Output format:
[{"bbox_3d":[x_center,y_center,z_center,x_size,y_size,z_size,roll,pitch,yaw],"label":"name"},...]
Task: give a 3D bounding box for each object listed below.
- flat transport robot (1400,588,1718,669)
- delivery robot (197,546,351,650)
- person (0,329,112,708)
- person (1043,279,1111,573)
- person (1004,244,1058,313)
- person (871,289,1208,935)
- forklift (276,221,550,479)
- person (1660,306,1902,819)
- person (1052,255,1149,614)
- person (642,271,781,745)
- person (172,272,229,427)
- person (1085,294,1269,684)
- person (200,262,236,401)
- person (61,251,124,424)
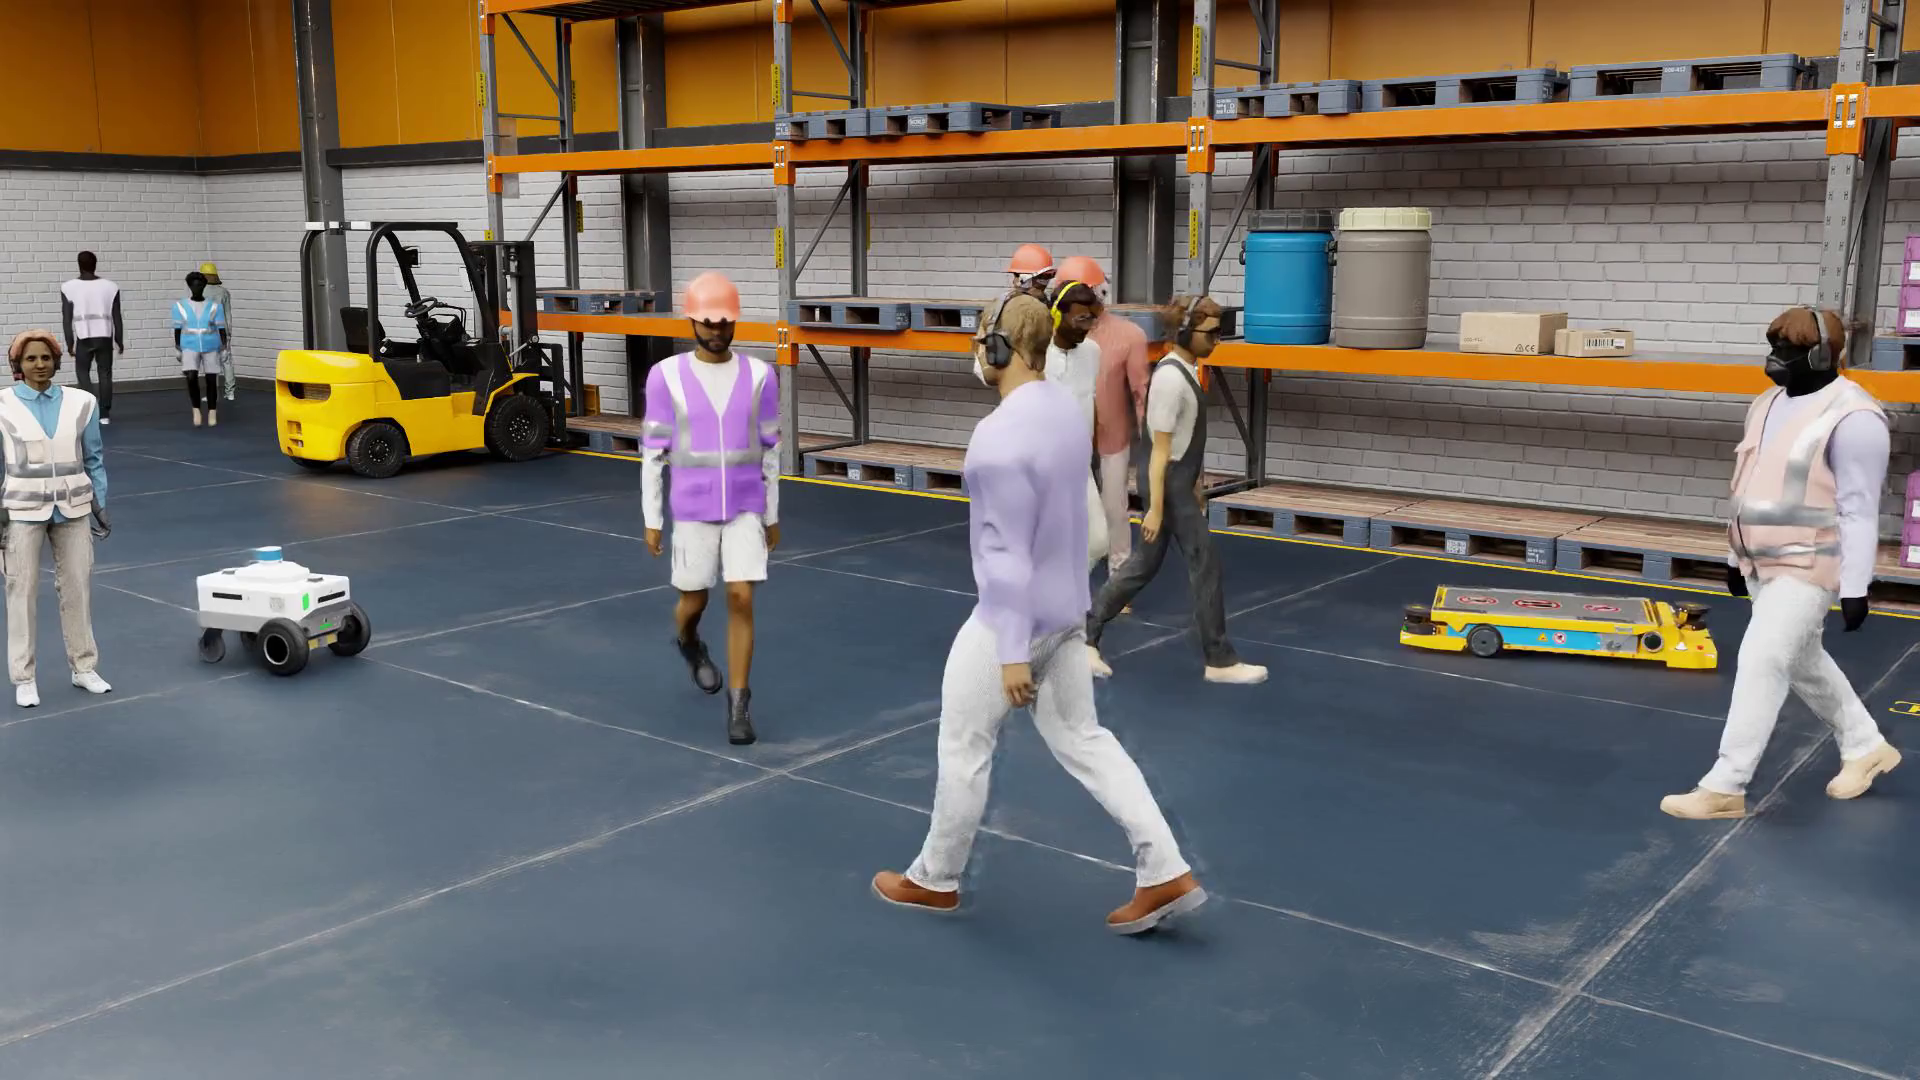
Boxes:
[{"bbox_3d":[2.944,0.414,8.241,1.431,0.197,0.652,3,11,18],"label":"flat transport robot"},{"bbox_3d":[-3.288,0.275,7.966,0.707,0.478,0.477,4,11,21],"label":"delivery robot"},{"bbox_3d":[-4.008,-0.104,7.313,0.315,1.641,0.515,10,14,43],"label":"person"},{"bbox_3d":[0.523,-0.325,7.981,0.569,1.835,0.452,-8,13,-38],"label":"person"},{"bbox_3d":[0.436,-0.760,9.967,0.379,1.996,0.611,6,12,28],"label":"person"},{"bbox_3d":[0.248,0.227,4.817,1.015,1.898,0.635,5,11,25],"label":"person"},{"bbox_3d":[-4.922,-1.741,14.854,1.214,2.155,2.313,8,13,38],"label":"forklift"},{"bbox_3d":[2.981,0.082,5.846,0.921,1.809,0.638,-1,10,-5],"label":"person"},{"bbox_3d":[0.684,-0.516,8.778,0.693,1.933,0.907,3,11,16],"label":"person"},{"bbox_3d":[-1.039,-0.158,6.896,0.575,1.909,0.762,-3,11,-18],"label":"person"},{"bbox_3d":[-8.170,-2.044,17.921,0.550,1.676,0.563,-5,11,-25],"label":"person"},{"bbox_3d":[0.907,-0.217,7.537,0.949,1.794,0.544,1,10,4],"label":"person"},{"bbox_3d":[-9.431,-2.625,21.000,0.295,1.743,0.493,7,12,33],"label":"person"},{"bbox_3d":[-9.521,-2.219,18.297,0.597,1.904,0.448,-6,12,-32],"label":"person"}]
